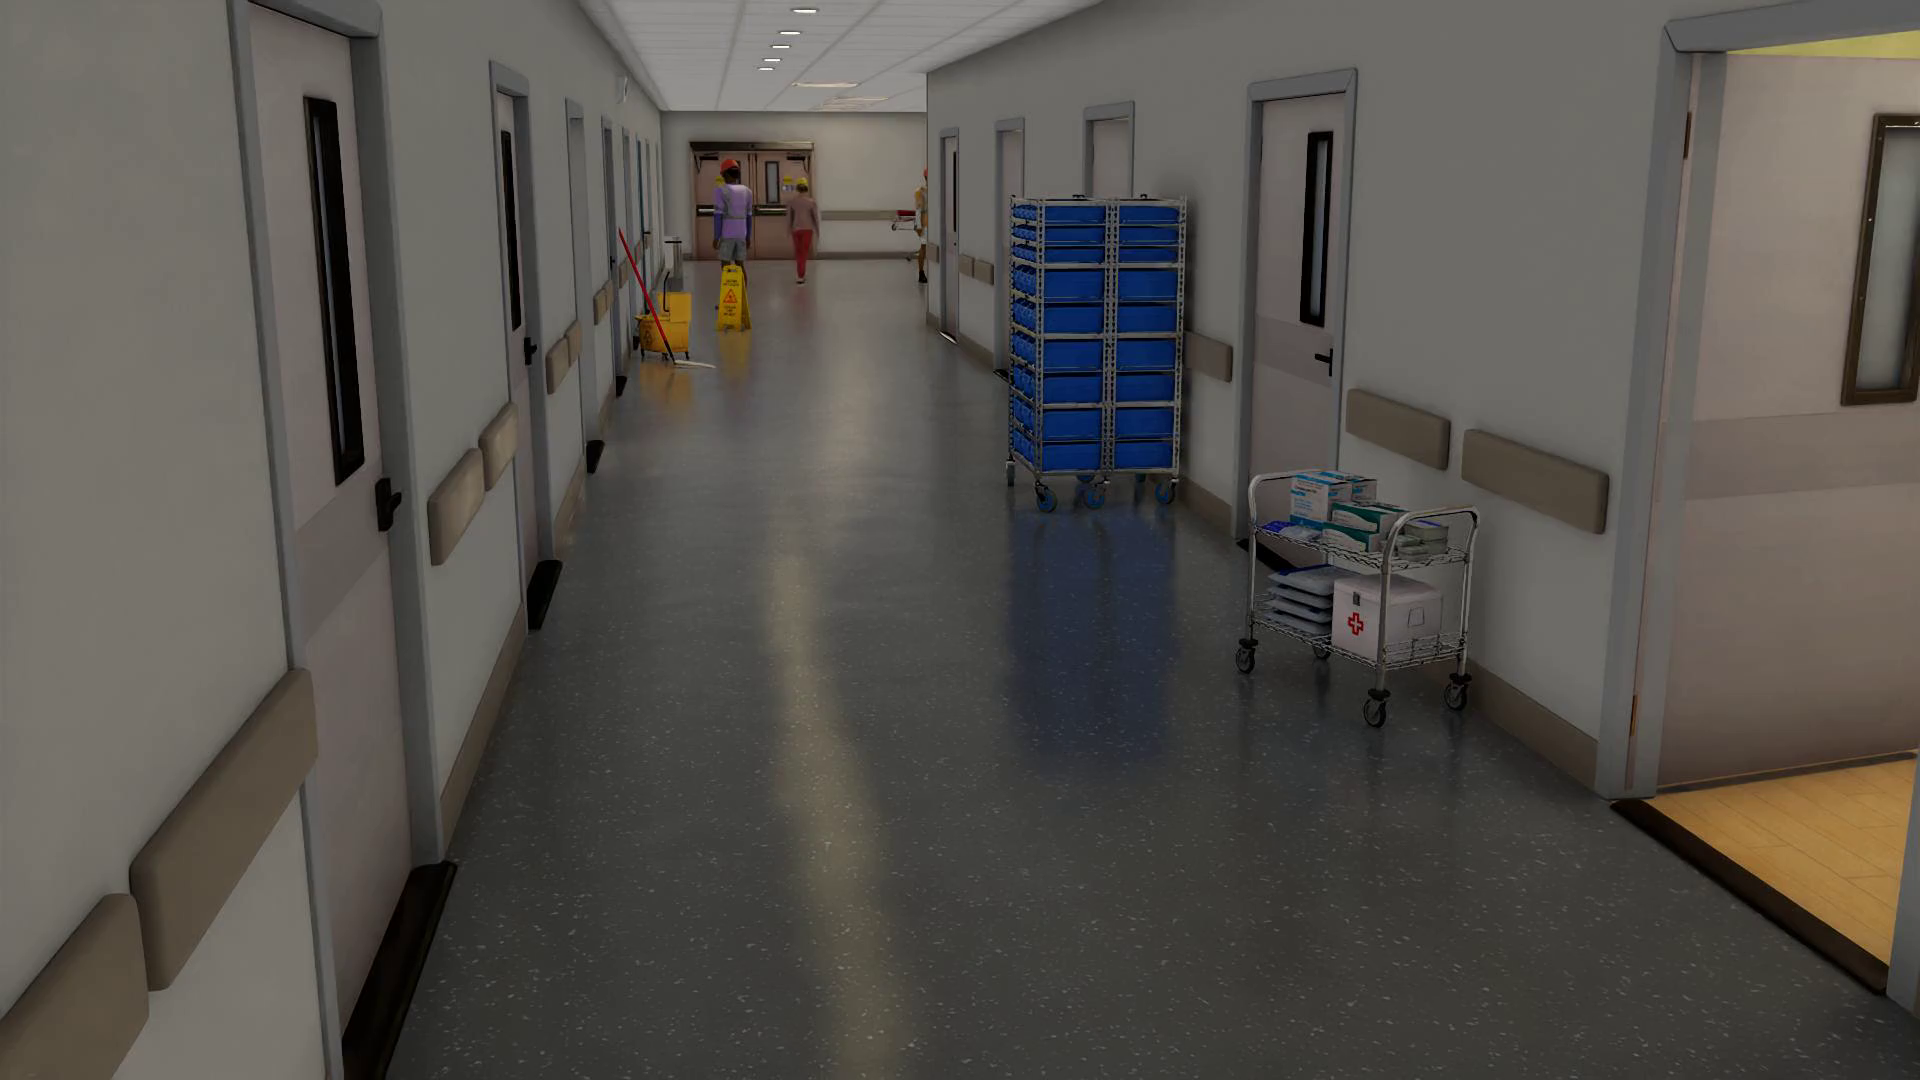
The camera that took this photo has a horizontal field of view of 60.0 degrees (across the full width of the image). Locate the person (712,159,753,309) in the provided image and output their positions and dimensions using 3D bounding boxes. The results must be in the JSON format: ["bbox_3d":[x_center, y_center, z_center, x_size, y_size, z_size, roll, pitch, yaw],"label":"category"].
[{"bbox_3d":[-3.101,-4.146,22.605,0.409,2.028,0.611,12,18,44],"label":"person"}]

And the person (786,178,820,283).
[{"bbox_3d":[-2.609,-5.167,27.804,0.541,1.710,0.914,2,13,7],"label":"person"}]
